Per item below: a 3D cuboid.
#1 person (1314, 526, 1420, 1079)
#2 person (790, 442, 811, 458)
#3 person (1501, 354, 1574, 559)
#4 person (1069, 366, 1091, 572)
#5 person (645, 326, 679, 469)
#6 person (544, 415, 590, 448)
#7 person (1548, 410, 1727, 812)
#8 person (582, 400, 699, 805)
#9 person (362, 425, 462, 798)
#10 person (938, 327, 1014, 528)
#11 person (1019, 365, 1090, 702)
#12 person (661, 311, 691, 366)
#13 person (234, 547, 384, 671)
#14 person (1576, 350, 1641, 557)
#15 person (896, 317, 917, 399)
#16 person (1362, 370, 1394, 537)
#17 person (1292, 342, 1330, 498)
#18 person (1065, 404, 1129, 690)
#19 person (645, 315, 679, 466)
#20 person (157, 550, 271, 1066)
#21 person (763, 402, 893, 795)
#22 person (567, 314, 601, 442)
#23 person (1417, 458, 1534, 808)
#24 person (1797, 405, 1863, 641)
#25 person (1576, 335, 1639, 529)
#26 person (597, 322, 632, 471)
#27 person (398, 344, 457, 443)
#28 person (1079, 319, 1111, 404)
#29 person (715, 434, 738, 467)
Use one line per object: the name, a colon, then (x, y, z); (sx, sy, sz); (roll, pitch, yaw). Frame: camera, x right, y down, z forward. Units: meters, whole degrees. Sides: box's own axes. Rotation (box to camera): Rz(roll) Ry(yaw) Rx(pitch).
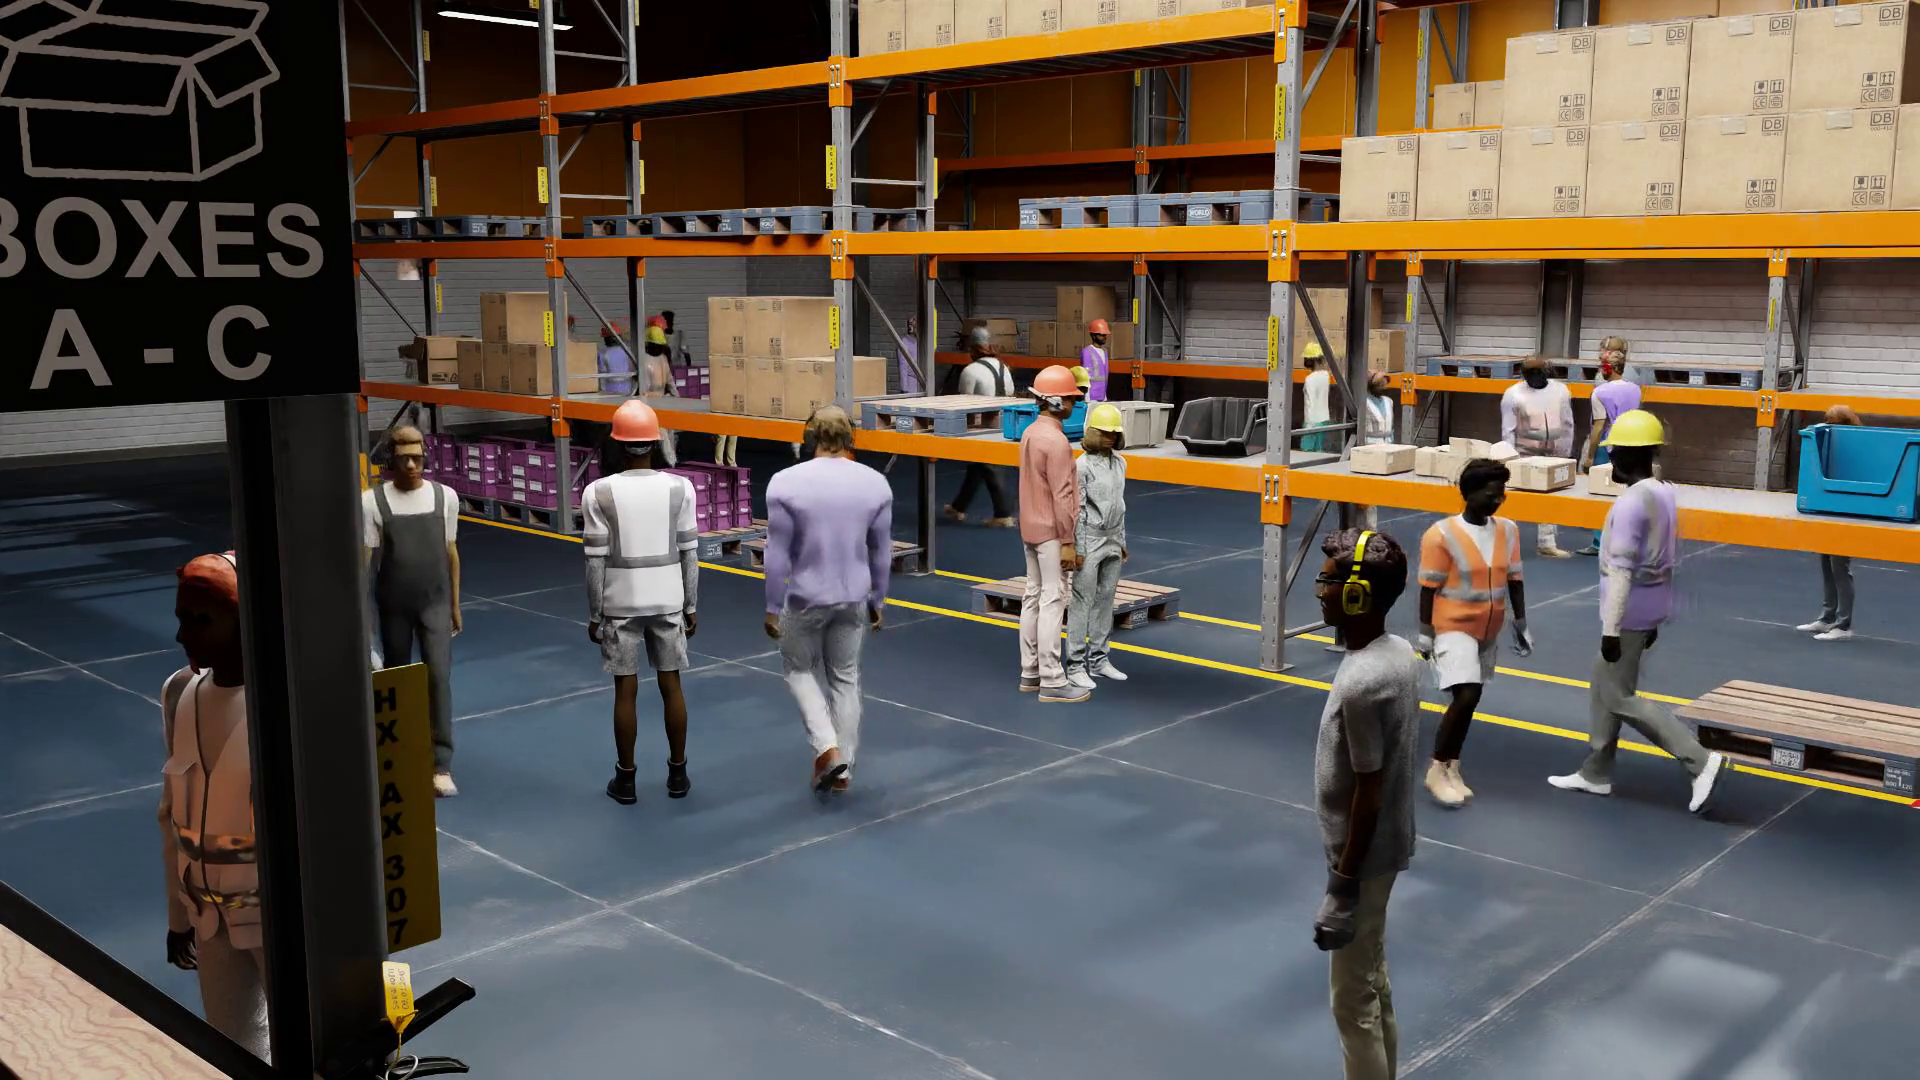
person: (1.079, 0.890, 4.578); (0.323, 1.871, 0.528); (4, 10, 22)
person: (-2.210, -2.022, 22.557); (0.656, 1.828, 0.452); (-4, 10, -23)
person: (5.053, -0.737, 14.740); (0.781, 1.816, 0.465); (0, 9, -1)
person: (0.944, -0.555, 13.760); (0.533, 1.765, 0.325); (-9, 13, -44)
person: (-3.579, -1.617, 19.946); (0.963, 1.865, 0.623); (2, 10, 14)
person: (-4.925, -1.762, 20.660); (0.663, 1.937, 1.041); (-7, 12, -37)
person: (3.236, 0.339, 7.856); (0.759, 1.901, 0.594); (6, 11, 35)
person: (-1.526, 0.300, 7.979); (0.545, 1.942, 0.354); (-3, 10, -20)
person: (-2.757, 0.313, 8.326); (0.523, 1.810, 0.941); (-5, 10, -28)
person: (0.168, -1.152, 16.574); (1.016, 2.000, 0.692); (6, 11, 33)
person: (0.542, -0.038, 9.884); (0.382, 1.994, 0.612); (-3, 10, -19)
person: (-4.598, -2.700, 26.508); (0.665, 1.878, 1.091); (-3, 10, -20)
person: (-2.797, 0.493, 7.179); (0.539, 1.811, 0.973); (-6, 11, -31)
person: (5.793, -0.762, 14.790); (0.566, 1.843, 0.389); (-6, 11, -31)
person: (-0.632, -2.153, 23.158); (0.403, 1.900, 0.646); (4, 10, 24)
person: (3.834, -0.789, 15.608); (0.536, 1.625, 0.478); (-7, 12, -38)
person: (4.005, -1.317, 18.468); (0.547, 1.749, 0.531); (7, 12, 37)
person: (0.869, 0.035, 10.215); (0.319, 1.740, 0.492); (9, 13, 43)
person: (-3.986, -1.926, 21.555); (0.833, 1.974, 0.623); (6, 11, 33)
person: (-1.754, 0.952, 4.156); (0.584, 1.882, 0.337); (4, 10, 23)
person: (-0.641, 0.297, 8.058); (0.651, 1.921, 0.440); (-4, 10, -23)
person: (-5.714, -2.393, 24.656); (0.677, 1.879, 0.784); (5, 10, 28)
person: (2.446, 0.441, 7.911); (0.536, 1.678, 0.490); (-5, 10, -26)
person: (6.044, -0.119, 11.491); (0.267, 1.631, 0.507); (1, 9, 8)
person: (6.309, -1.032, 16.232); (0.632, 1.919, 0.622); (-6, 11, -32)
person: (-4.380, -1.809, 21.078); (0.547, 1.889, 0.937); (-6, 11, -32)
person: (-6.925, -1.750, 21.576); (0.618, 1.603, 0.502); (-5, 11, -29)
person: (1.718, -1.807, 20.903); (0.379, 1.938, 0.547); (6, 11, 32)
person: (-2.837, -1.573, 20.403); (0.269, 1.632, 0.509); (6, 11, 33)
